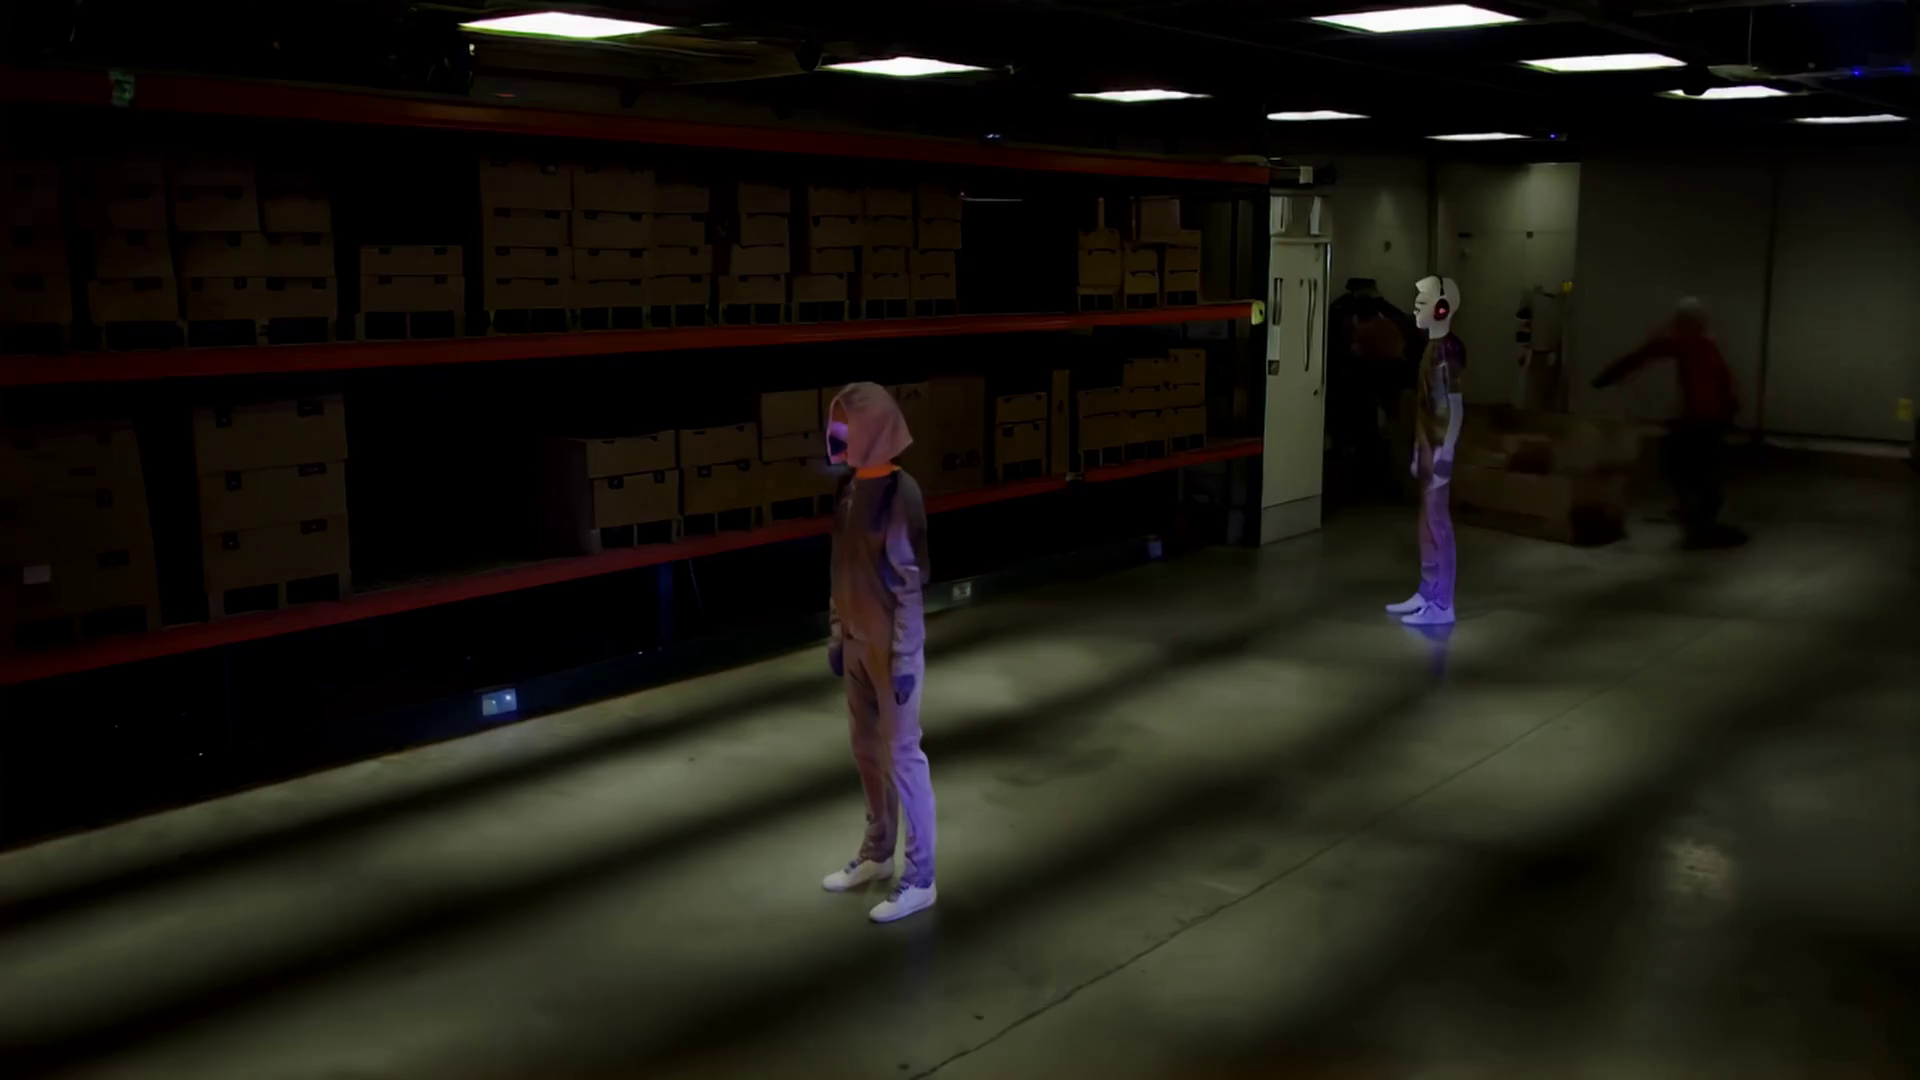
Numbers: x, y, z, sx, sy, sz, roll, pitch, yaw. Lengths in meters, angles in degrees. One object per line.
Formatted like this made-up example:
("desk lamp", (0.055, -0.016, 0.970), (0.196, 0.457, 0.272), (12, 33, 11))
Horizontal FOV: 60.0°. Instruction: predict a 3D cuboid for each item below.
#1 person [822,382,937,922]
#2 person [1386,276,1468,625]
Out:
("person", (-0.257, 0.331, 5.060), (0.288, 1.626, 0.497), (-6, 12, -31))
("person", (2.536, -0.476, 8.959), (0.320, 1.871, 0.533), (0, 10, 1))
